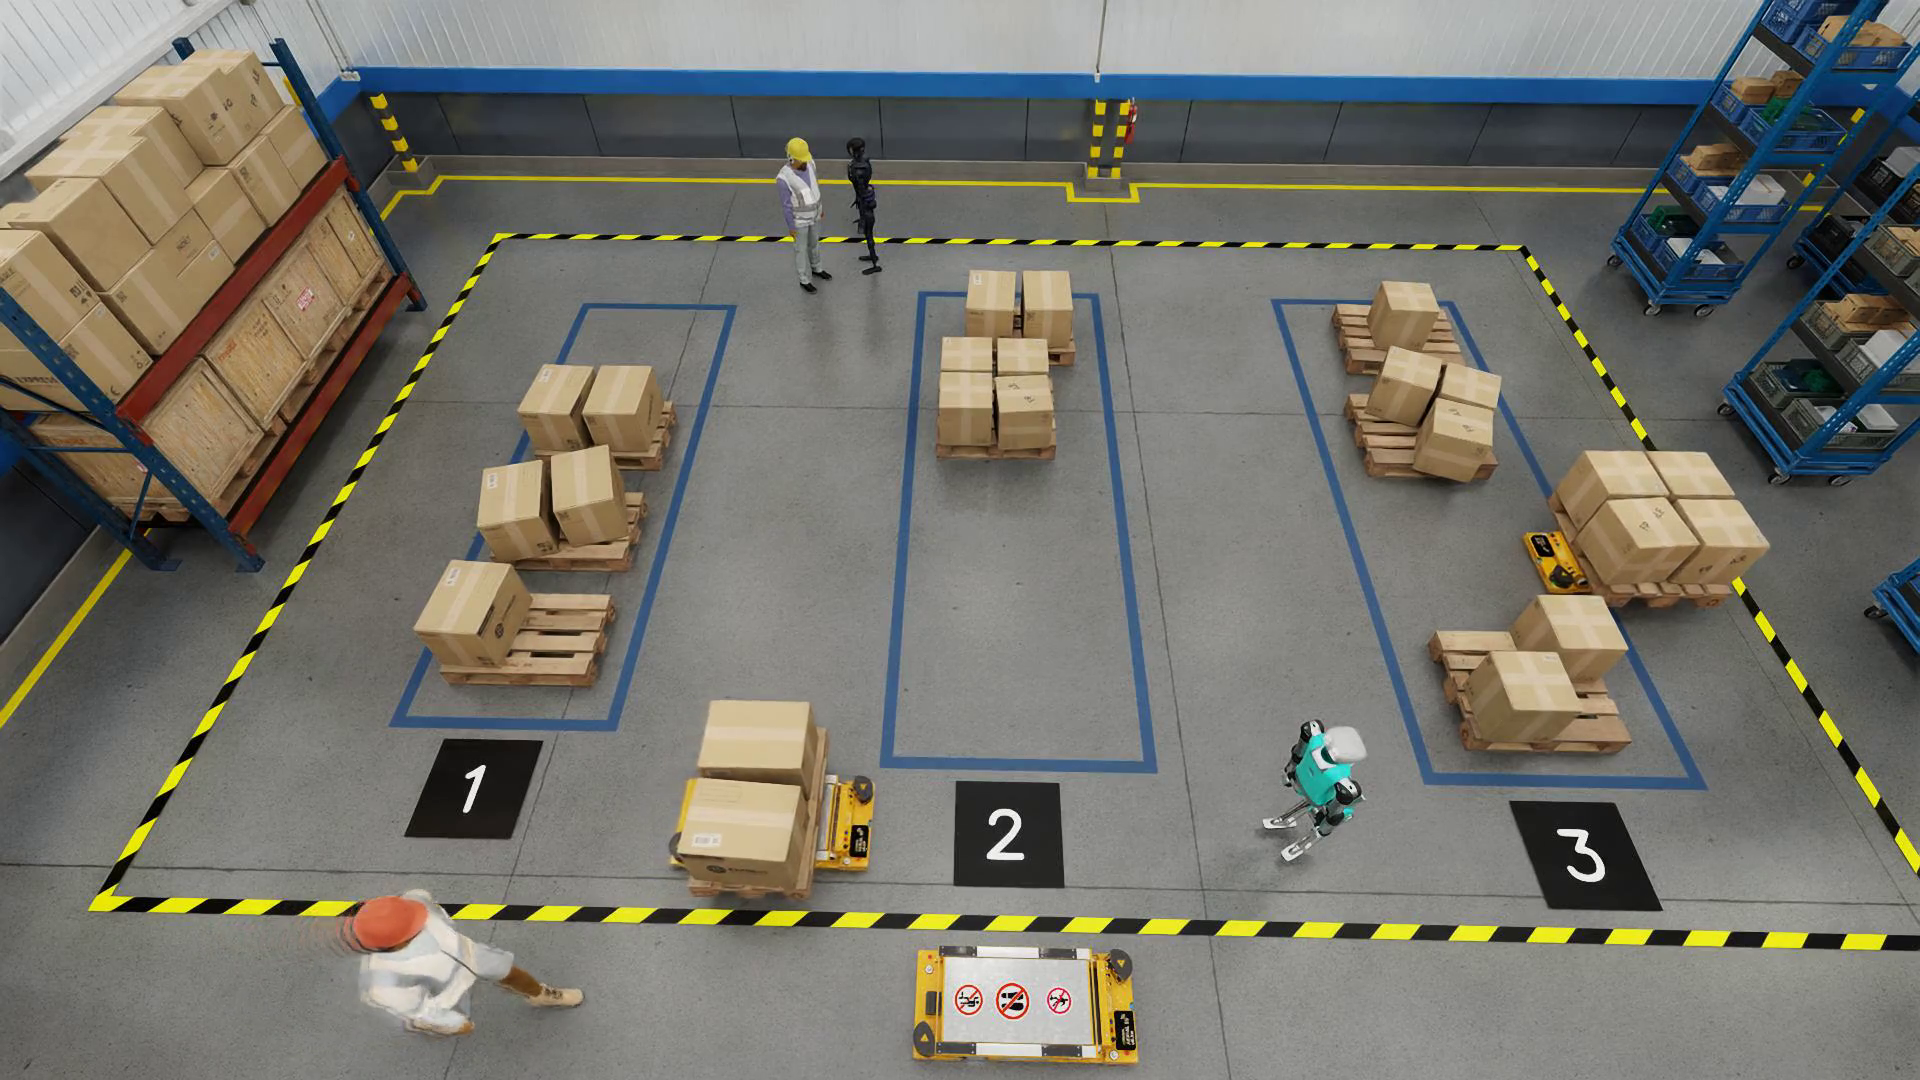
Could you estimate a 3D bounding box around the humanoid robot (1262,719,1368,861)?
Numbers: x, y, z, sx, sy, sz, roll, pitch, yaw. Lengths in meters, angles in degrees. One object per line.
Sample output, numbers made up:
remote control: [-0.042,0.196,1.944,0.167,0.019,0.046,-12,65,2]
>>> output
humanoid robot: [2.495,1.656,6.102,0.735,1.677,0.533,-13,52,-10]

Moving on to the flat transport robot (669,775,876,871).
flat transport robot: [-1.369,2.073,6.778,1.431,0.197,0.652,1,51,1]

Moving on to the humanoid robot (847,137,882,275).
humanoid robot: [-1.135,-3.917,10.763,0.315,1.653,0.599,-6,51,-5]

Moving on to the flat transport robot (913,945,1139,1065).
flat transport robot: [0.422,3.041,6.007,1.431,0.231,0.659,1,51,1]

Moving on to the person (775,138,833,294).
person: [-1.772,-3.720,10.514,0.404,1.825,0.585,26,55,20]

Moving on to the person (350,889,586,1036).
person: [-3.025,2.511,5.323,0.971,2.005,0.607,0,51,0]

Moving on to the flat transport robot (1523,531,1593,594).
flat transport robot: [5.989,0.178,8.323,1.431,0.197,0.652,1,51,0]
